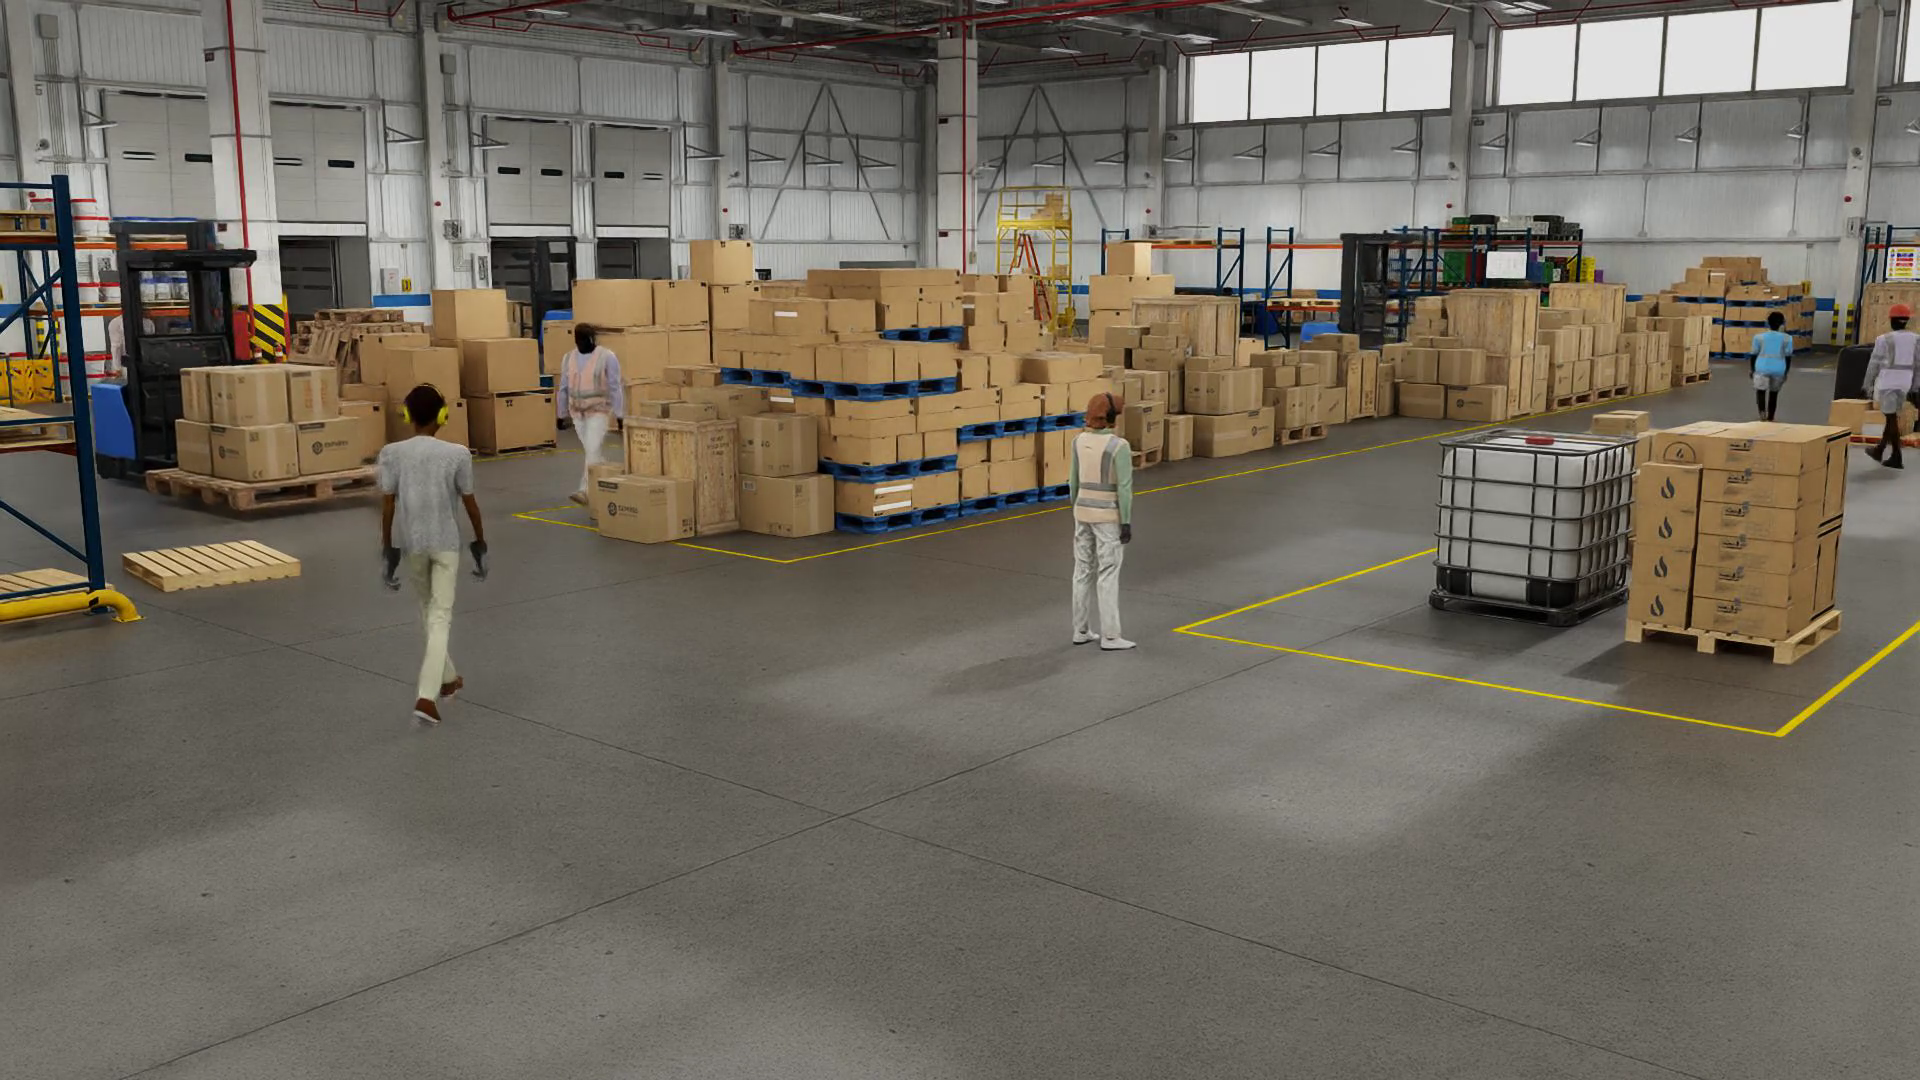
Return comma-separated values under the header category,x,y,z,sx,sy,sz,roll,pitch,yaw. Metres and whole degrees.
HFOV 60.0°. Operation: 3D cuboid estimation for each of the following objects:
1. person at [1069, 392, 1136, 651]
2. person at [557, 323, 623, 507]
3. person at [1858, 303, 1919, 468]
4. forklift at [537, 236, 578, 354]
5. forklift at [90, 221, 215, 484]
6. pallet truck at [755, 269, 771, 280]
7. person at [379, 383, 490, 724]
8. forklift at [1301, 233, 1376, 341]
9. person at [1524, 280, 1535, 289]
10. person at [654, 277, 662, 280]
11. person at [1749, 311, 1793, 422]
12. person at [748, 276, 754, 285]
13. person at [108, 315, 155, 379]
category,x,y,z,sx,sy,sz,roll,pitch,yaw
person,0.894,-0.118,10.592,0.315,1.641,0.514,-8,13,-39
person,-3.732,-1.236,16.482,0.657,1.801,0.937,4,11,20
person,10.908,-1.823,19.562,0.570,1.891,0.941,-1,10,-5
forklift,-9.433,-5.765,39.215,1.873,2.768,1.129,8,13,40
forklift,-8.517,-2.025,17.920,1.873,2.768,1.129,8,13,40
pallet truck,-4.996,-6.432,45.525,1.885,1.965,0.823,-6,12,-32
person,-2.874,0.058,9.084,0.538,1.826,0.980,0,10,-1
forklift,7.702,-4.562,32.368,1.873,2.768,1.129,8,13,40
person,11.191,-4.135,32.698,0.914,1.904,0.652,-6,12,-32
person,-6.517,-4.725,36.024,0.635,1.929,0.387,-5,11,-25
person,11.404,-2.382,23.390,0.534,1.672,0.749,4,11,20
person,-5.370,-6.041,43.632,0.645,1.881,0.709,-5,11,-25
person,-11.050,-2.326,22.314,0.362,1.939,0.636,6,12,31
